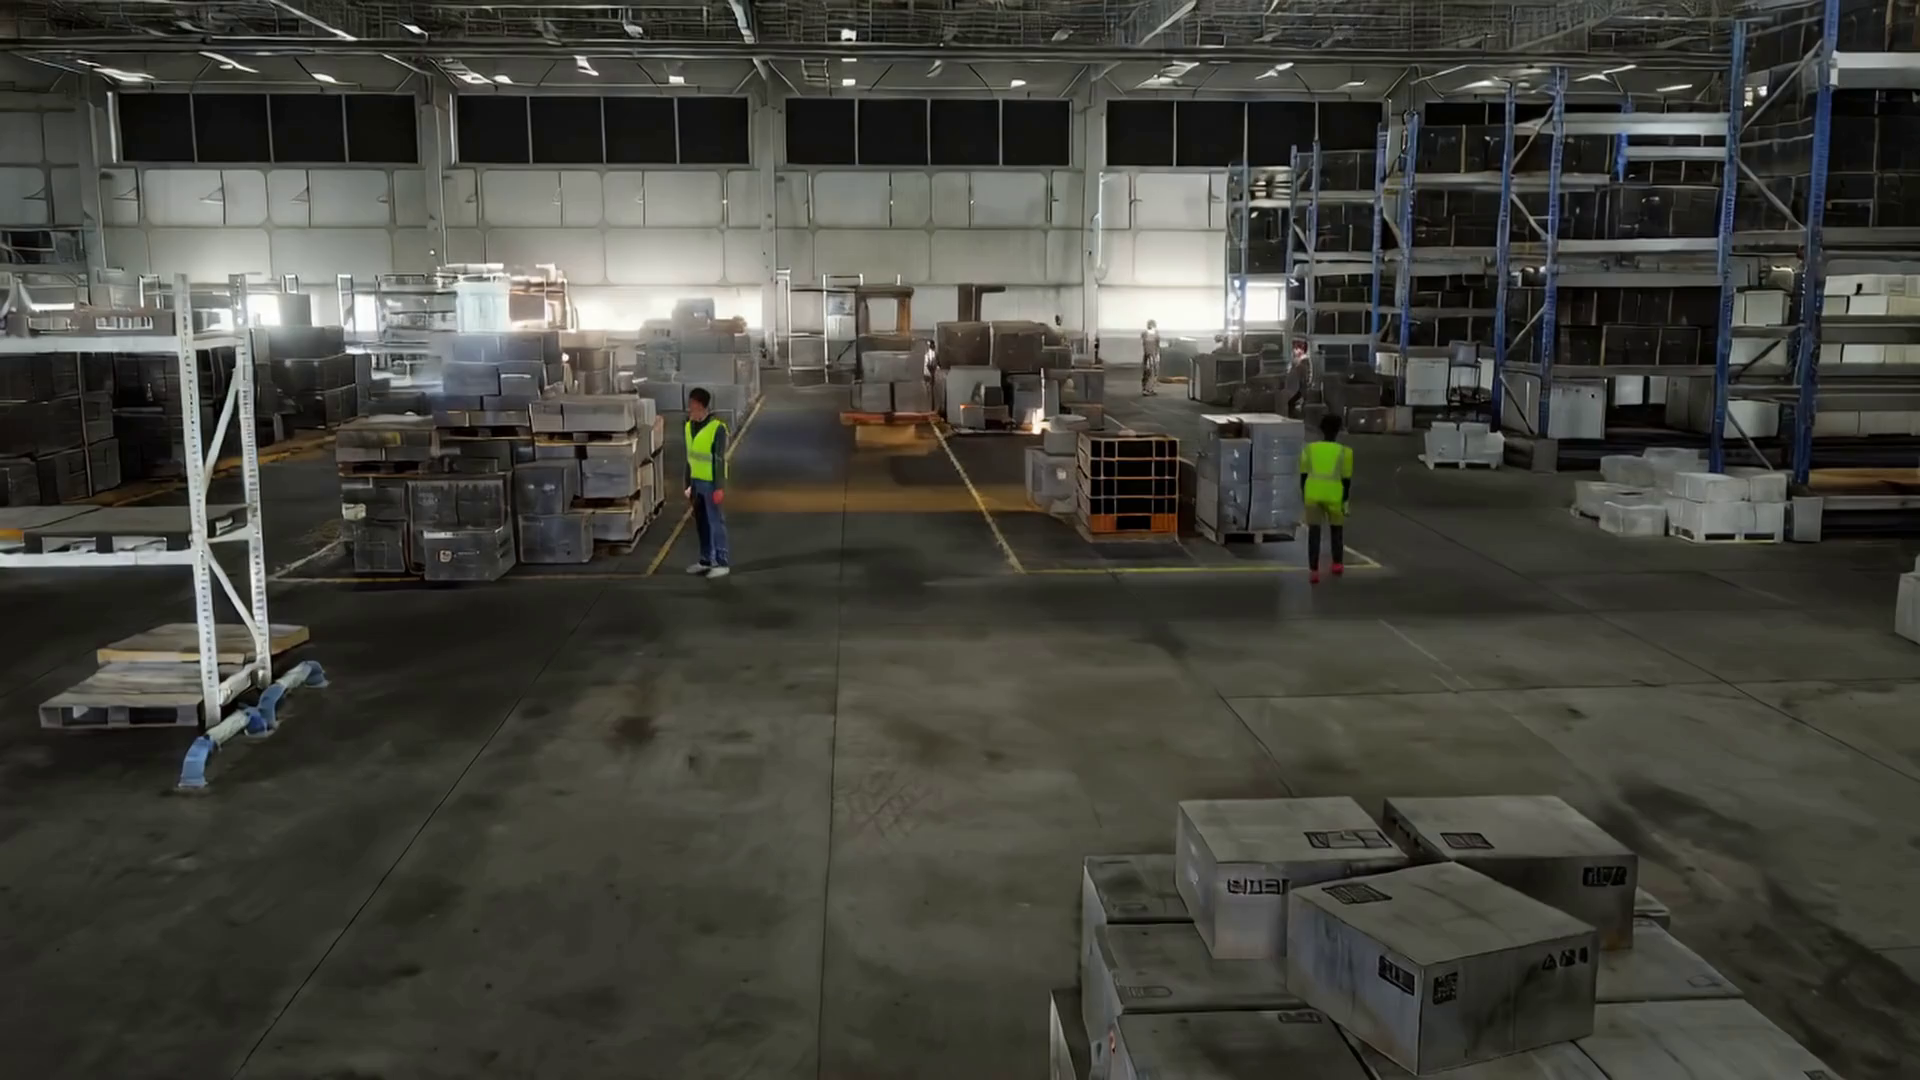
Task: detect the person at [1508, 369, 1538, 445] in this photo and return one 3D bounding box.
[{"bbox_3d":[9.722,-2.426,28.319,1.024,1.918,0.608,-2,9,-15],"label":"person"}]

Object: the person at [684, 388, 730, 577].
[{"bbox_3d":[-2.555,-0.584,16.759,0.389,1.908,0.584,-9,12,-43],"label":"person"}]

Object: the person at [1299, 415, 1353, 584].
[{"bbox_3d":[3.638,-0.419,16.518,0.540,1.645,0.884,3,10,20],"label":"person"}]

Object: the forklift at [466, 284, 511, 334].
[{"bbox_3d":[-10.636,-4.409,37.714,1.129,2.768,1.873,-7,11,-36],"label":"forklift"}]

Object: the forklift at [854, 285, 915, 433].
[{"bbox_3d":[-1.490,-3.533,32.212,1.129,2.768,1.873,-1,9,-5],"label":"forklift"}]

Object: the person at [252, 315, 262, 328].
[{"bbox_3d":[-19.868,-5.435,47.223,0.568,1.902,0.831,-2,9,-10],"label":"person"}]

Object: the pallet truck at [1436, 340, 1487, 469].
[{"bbox_3d":[8.004,-2.170,26.422,0.823,1.965,1.885,2,9,14],"label":"pallet truck"}]

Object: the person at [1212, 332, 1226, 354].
[{"bbox_3d":[6.357,-4.358,41.327,0.644,1.610,0.530,-3,9,-18],"label":"person"}]

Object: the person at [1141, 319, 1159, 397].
[{"bbox_3d":[4.763,-4.548,41.531,0.371,1.941,0.627,7,12,39],"label":"person"}]

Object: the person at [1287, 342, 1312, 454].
[{"bbox_3d":[5.744,-2.408,28.204,0.411,1.908,0.643,2,9,9],"label":"person"}]

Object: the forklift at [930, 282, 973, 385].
[{"bbox_3d":[0.137,-5.571,45.008,1.873,2.768,1.129,-1,9,-4],"label":"forklift"}]

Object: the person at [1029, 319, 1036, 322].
[{"bbox_3d":[1.646,-4.259,39.599,0.632,1.973,0.689,8,12,41],"label":"person"}]
